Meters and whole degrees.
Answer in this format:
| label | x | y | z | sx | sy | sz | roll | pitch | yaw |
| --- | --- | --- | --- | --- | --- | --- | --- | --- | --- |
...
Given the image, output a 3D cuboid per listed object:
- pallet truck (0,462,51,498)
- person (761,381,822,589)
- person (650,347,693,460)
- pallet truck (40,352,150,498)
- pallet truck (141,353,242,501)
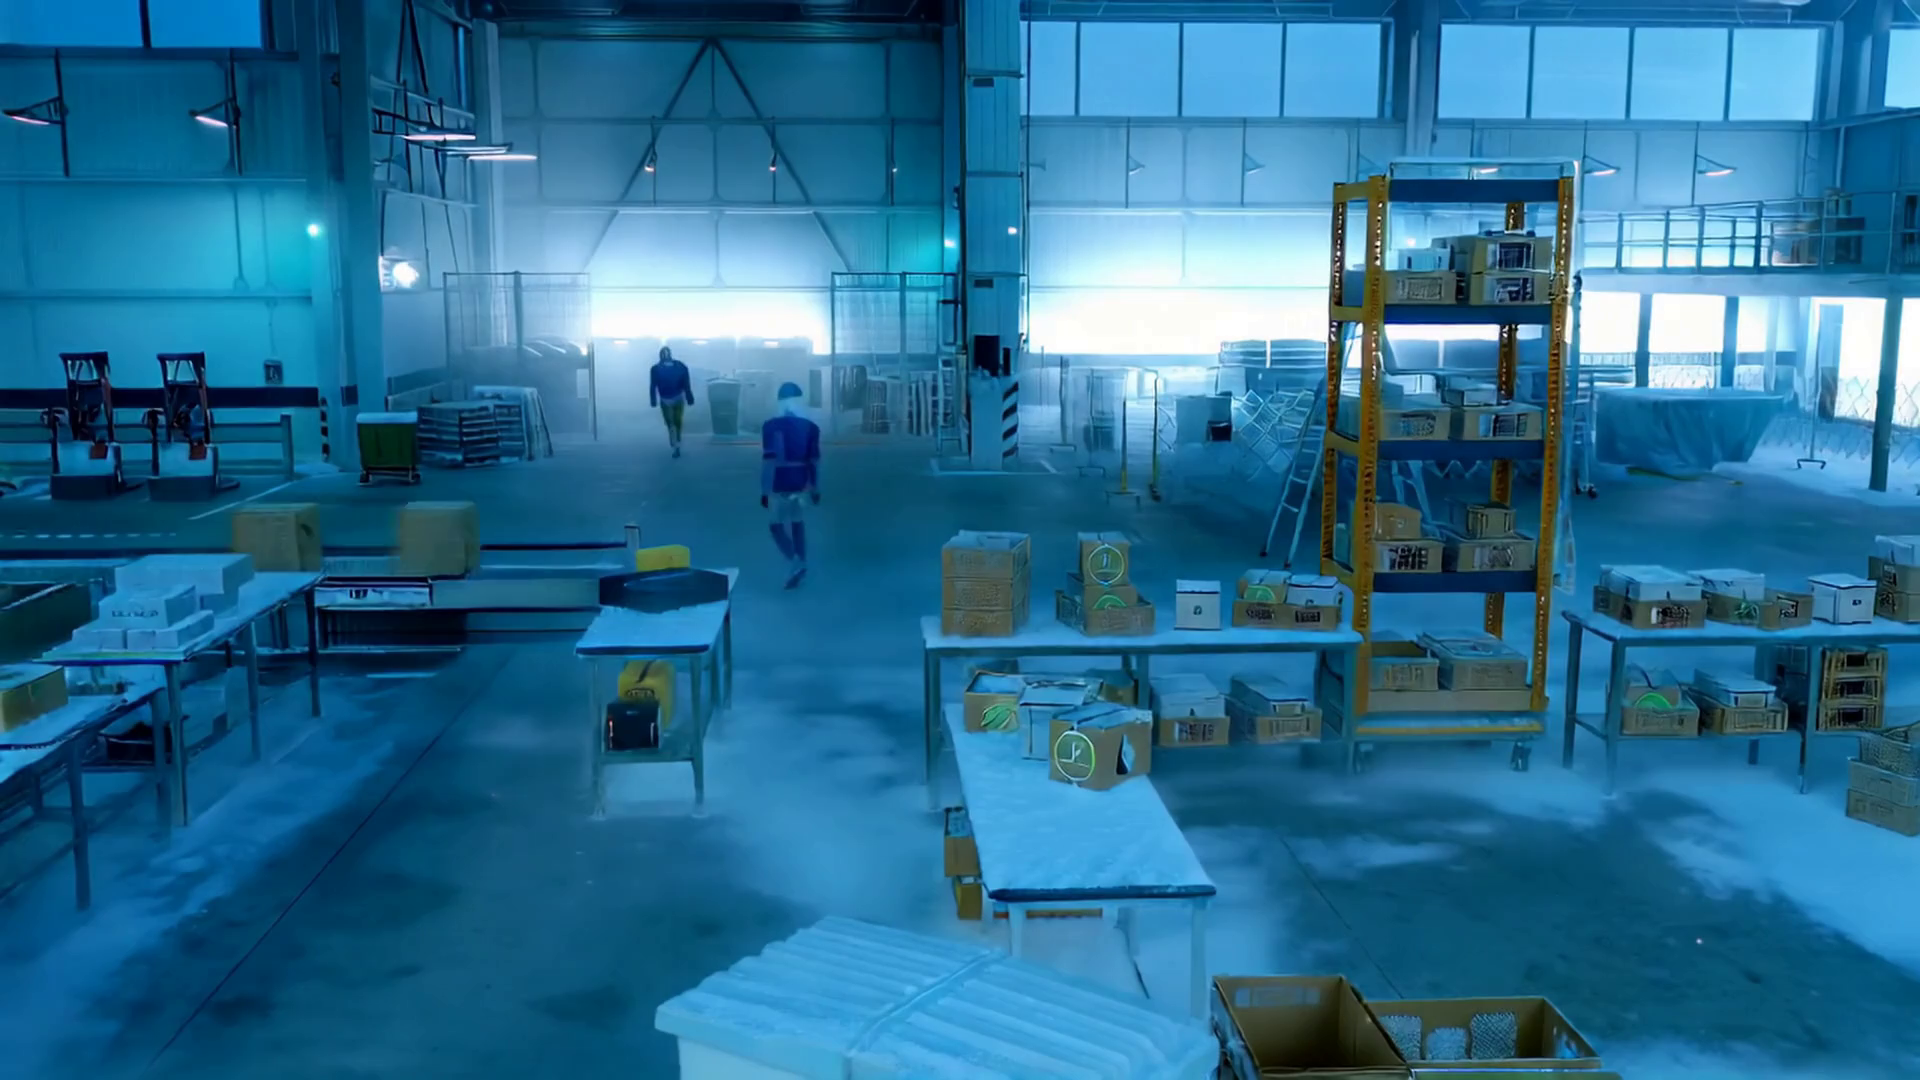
| label | x | y | z | sx | sy | sz | roll | pitch | yaw |
| --- | --- | --- | --- | --- | --- | --- | --- | --- | --- |
| pallet truck | -13.193 | -1.293 | 23.148 | 0.653 | 1.274 | 1.630 | -1 | 9 | -4 |
| person | -1.608 | -0.512 | 16.031 | 0.641 | 2.012 | 0.656 | -6 | 11 | -32 |
| person | -4.750 | -2.239 | 27.347 | 0.666 | 1.863 | 0.836 | 2 | 9 | 9 |
| pallet truck | -11.907 | -1.642 | 23.165 | 0.823 | 1.965 | 1.885 | 0 | 9 | 0 |
| pallet truck | -10.520 | -1.604 | 22.925 | 0.823 | 1.965 | 1.885 | -1 | 9 | -6 |
